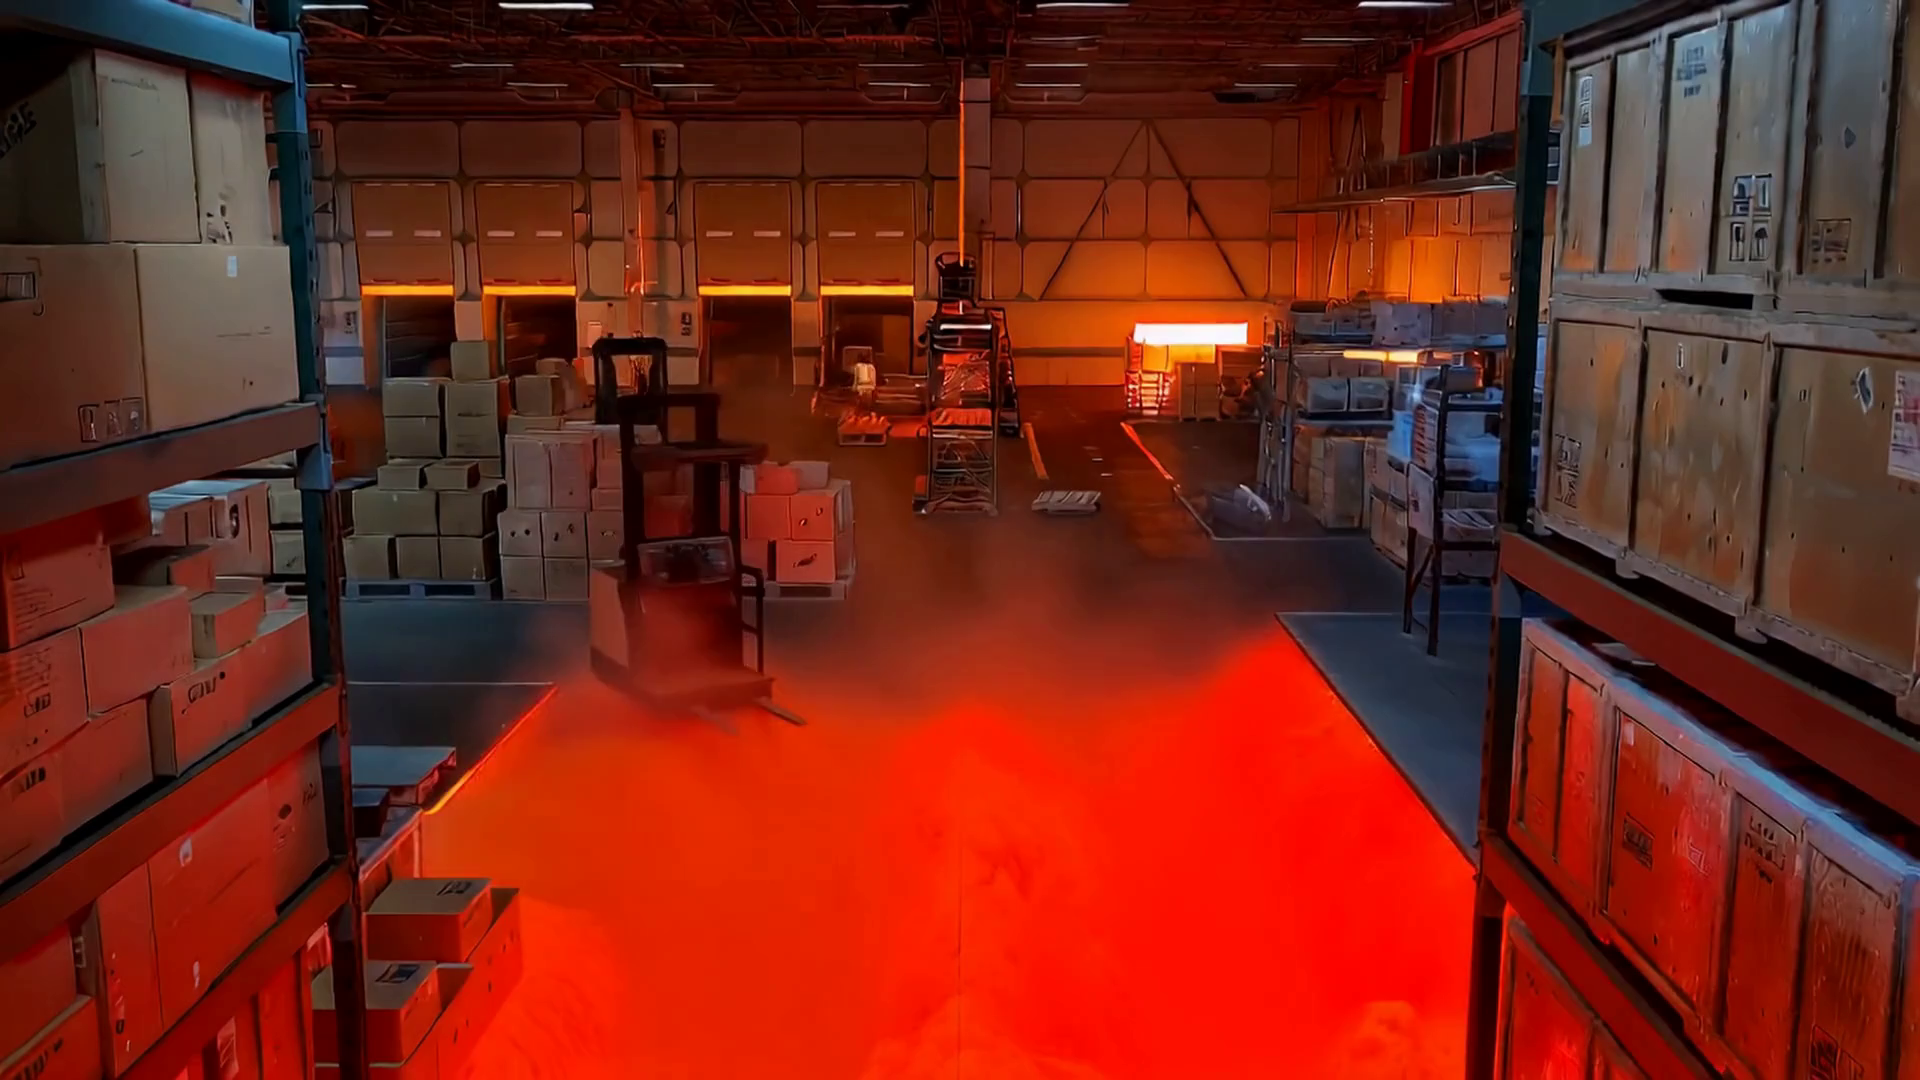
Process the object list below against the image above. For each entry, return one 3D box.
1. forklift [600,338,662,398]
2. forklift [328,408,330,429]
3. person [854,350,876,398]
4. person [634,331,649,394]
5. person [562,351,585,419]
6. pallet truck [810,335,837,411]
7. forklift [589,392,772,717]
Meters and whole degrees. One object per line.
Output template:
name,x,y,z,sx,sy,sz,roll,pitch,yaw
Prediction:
forklift,-5.031,-1.723,25.645,1.129,2.768,1.873,-2,10,-9
forklift,-13.015,-2.830,32.031,1.129,2.768,1.873,0,10,1
person,-2.261,-3.501,38.837,0.575,1.863,0.774,6,12,32
person,-9.020,-4.945,46.981,0.544,1.929,0.388,8,13,38
person,-8.692,-3.329,37.715,0.896,1.900,0.666,1,10,5
pallet truck,-3.021,-4.312,43.126,1.885,1.965,0.823,3,10,17
forklift,-2.706,0.026,15.554,1.129,2.768,1.873,-6,12,-32
